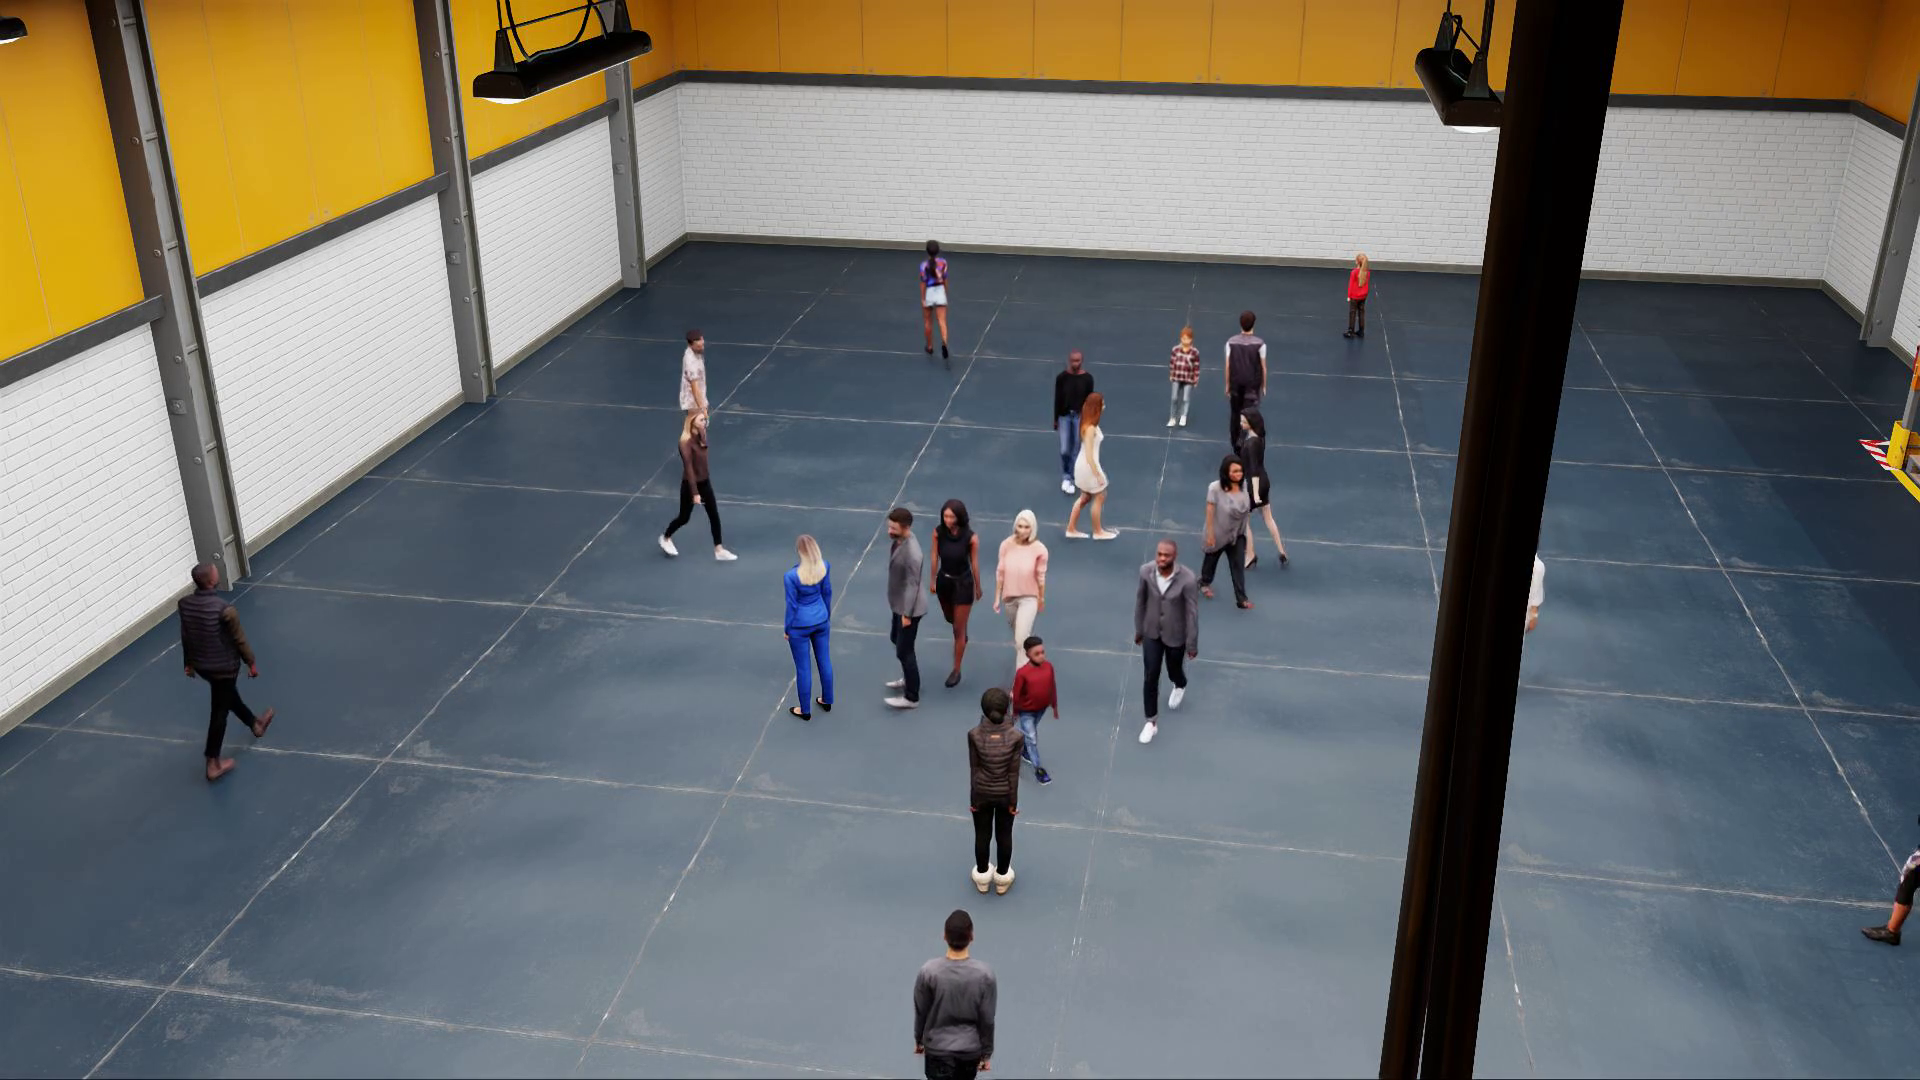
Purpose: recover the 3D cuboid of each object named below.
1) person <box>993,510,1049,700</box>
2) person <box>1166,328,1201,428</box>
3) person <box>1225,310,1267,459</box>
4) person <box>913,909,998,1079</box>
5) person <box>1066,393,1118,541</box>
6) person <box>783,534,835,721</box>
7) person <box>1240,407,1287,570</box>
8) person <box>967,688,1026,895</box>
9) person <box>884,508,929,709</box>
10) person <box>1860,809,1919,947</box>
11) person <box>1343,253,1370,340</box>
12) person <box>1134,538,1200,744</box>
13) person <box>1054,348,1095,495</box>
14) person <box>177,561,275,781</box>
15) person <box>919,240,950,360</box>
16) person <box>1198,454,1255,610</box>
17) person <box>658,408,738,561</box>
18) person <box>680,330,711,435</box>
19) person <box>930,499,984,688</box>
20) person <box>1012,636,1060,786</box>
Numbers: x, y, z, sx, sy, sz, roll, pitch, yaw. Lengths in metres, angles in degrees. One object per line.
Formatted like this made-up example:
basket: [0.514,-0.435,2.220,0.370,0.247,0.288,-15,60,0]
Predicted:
person: [0.560,0.499,14.881,0.752,1.688,1.168,9,25,20]
person: [2.879,-2.105,21.326,0.596,1.296,0.712,8,25,17]
person: [3.411,-1.824,20.019,0.813,1.830,1.079,10,26,22]
person: [-0.035,2.899,9.335,0.793,1.733,1.153,-1,24,-3]
person: [1.352,-0.753,17.754,0.764,1.679,0.780,-1,24,-2]
person: [-1.293,0.739,14.317,0.691,1.700,0.760,-17,29,-34]
person: [3.078,-0.480,17.024,0.922,1.764,0.837,18,30,36]
person: [0.245,1.821,11.890,0.655,1.660,0.606,4,24,9]
person: [-0.455,0.562,14.521,0.864,1.860,0.731,-4,24,-9]
person: [6.723,2.104,11.268,0.891,1.641,1.043,11,26,23]
person: [5.955,-3.655,24.890,0.568,1.282,0.615,-11,26,-24]
person: [1.764,0.785,14.109,0.896,1.782,1.207,10,25,21]
person: [1.313,-1.399,19.160,0.620,1.738,0.572,3,24,6]
person: [-6.048,1.083,13.418,0.860,1.790,1.198,8,25,18]
person: [-0.332,-3.405,23.775,0.852,1.716,1.121,-6,24,-13]
person: [2.582,-0.115,16.435,0.985,1.568,1.143,-9,25,-21]
person: [-2.829,-0.554,17.314,0.866,1.668,1.109,11,26,23]
person: [-3.194,-1.686,19.767,0.950,1.778,0.707,-11,26,-24]
person: [-0.013,0.405,15.072,0.763,1.707,1.189,6,24,15]
person: [0.560,1.334,13.559,0.847,1.216,0.942,-14,27,-28]
